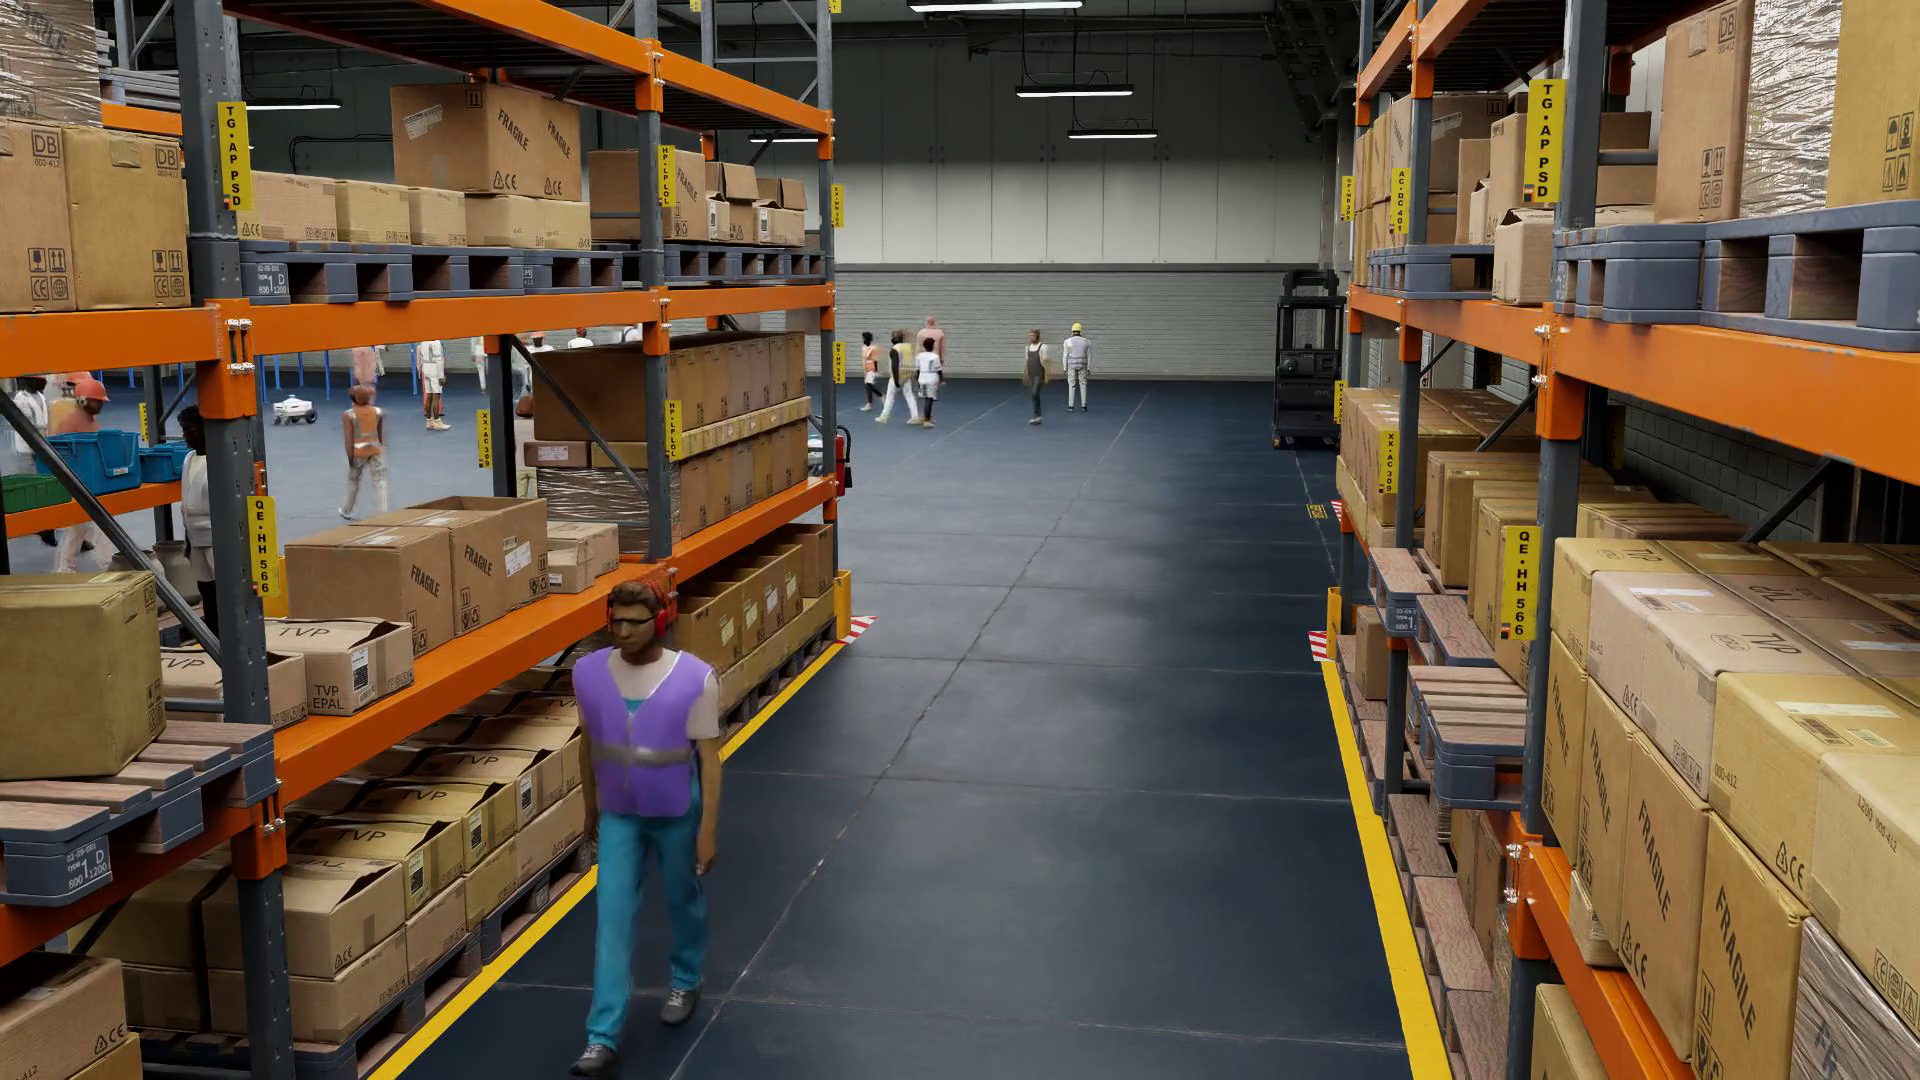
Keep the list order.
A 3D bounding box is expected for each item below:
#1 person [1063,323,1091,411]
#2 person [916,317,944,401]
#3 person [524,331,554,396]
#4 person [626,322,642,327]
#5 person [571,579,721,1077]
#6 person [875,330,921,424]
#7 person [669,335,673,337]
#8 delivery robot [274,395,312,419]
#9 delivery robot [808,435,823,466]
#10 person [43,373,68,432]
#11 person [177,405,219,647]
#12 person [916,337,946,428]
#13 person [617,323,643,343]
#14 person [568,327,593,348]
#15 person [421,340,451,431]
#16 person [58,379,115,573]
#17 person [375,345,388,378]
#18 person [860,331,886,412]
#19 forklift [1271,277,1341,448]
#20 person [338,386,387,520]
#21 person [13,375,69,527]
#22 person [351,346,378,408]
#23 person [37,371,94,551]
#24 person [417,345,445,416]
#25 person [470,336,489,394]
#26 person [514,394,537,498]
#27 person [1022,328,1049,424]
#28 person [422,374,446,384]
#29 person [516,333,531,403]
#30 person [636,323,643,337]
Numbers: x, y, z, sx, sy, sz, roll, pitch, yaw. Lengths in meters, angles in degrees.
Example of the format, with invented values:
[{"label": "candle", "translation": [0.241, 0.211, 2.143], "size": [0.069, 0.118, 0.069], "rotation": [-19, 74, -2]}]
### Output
[{"label": "person", "translation": [2.438, -3.610, 34.736], "size": [0.591, 1.829, 0.404], "rotation": [-1, 9, -4]}, {"label": "person", "translation": [-0.700, -4.102, 37.634], "size": [0.679, 1.864, 0.932], "rotation": [-2, 9, -12]}, {"label": "person", "translation": [-7.636, -2.926, 30.249], "size": [0.565, 1.918, 0.673], "rotation": [-3, 10, -18]}, {"label": "person", "translation": [-8.342, -5.011, 43.098], "size": [0.584, 1.918, 0.376], "rotation": [3, 10, 15]}, {"label": "person", "translation": [-1.172, 1.037, 6.162], "size": [0.591, 1.790, 0.955], "rotation": [1, 9, 9]}, {"label": "person", "translation": [-1.159, -3.110, 31.778], "size": [0.947, 1.797, 0.623], "rotation": [6, 11, 35]}, {"label": "person", "translation": [-4.621, -2.317, 26.525], "size": [0.647, 1.906, 0.405], "rotation": [-5, 11, -29]}, {"label": "delivery robot", "translation": [-12.776, -2.532, 31.849], "size": [0.477, 0.478, 0.707], "rotation": [4, 10, 23]}, {"label": "delivery robot", "translation": [-2.099, -1.283, 24.142], "size": [0.477, 0.478, 0.707], "rotation": [3, 10, 20]}, {"label": "person", "translation": [-12.996, -1.869, 23.855], "size": [0.513, 1.877, 0.328], "rotation": [6, 11, 32]}, {"label": "person", "translation": [-5.481, -0.014, 12.153], "size": [0.601, 1.959, 0.380], "rotation": [6, 11, 33]}, {"label": "person", "translation": [-0.503, -2.945, 31.112], "size": [0.545, 1.677, 0.670], "rotation": [8, 12, 40]}, {"label": "person", "translation": [-7.041, -3.934, 36.209], "size": [0.959, 2.000, 0.701], "rotation": [-8, 12, -40]}, {"label": "person", "translation": [-7.403, -3.301, 32.666], "size": [0.574, 1.883, 0.355], "rotation": [4, 10, 21]}, {"label": "person", "translation": [-9.669, -3.048, 30.608], "size": [0.392, 2.045, 0.608], "rotation": [-9, 13, -43]}, {"label": "person", "translation": [-7.779, -0.474, 15.025], "size": [0.978, 1.942, 0.629], "rotation": [-1, 9, -4]}, {"label": "person", "translation": [-15.952, -5.266, 45.633], "size": [0.524, 1.606, 0.829], "rotation": [-9, 13, -43]}, {"label": "person", "translation": [-1.802, -3.541, 34.794], "size": [0.634, 1.669, 0.547], "rotation": [-6, 11, -31]}, {"label": "forklift", "translation": [5.847, -3.016, 27.970], "size": [1.129, 2.768, 1.873], "rotation": [1, 9, 9]}, {"label": "person", "translation": [-6.933, -0.991, 19.314], "size": [0.873, 1.590, 0.528], "rotation": [9, 13, 44]}, {"label": "person", "translation": [-10.271, -1.035, 18.618], "size": [0.772, 1.909, 0.571], "rotation": [0, 9, 0]}, {"label": "person", "translation": [-11.213, -3.096, 31.380], "size": [0.470, 1.894, 0.642], "rotation": [-8, 12, -41]}, {"label": "person", "translation": [-9.237, -0.820, 17.292], "size": [0.594, 1.904, 0.576], "rotation": [5, 10, 27]}, {"label": "person", "translation": [-10.665, -3.385, 33.538], "size": [0.535, 1.767, 0.315], "rotation": [-1, 9, -7]}, {"label": "person", "translation": [-11.362, -4.455, 39.644], "size": [0.608, 1.933, 0.429], "rotation": [-6, 11, -33]}, {"label": "person", "translation": [-4.505, -0.709, 17.444], "size": [0.497, 1.633, 0.285], "rotation": [1, 9, 8]}, {"label": "person", "translation": [1.400, -3.107, 31.623], "size": [0.537, 1.824, 0.553], "rotation": [-9, 13, -44]}, {"label": "person", "translation": [-13.570, -4.828, 42.774], "size": [0.736, 1.666, 0.536], "rotation": [3, 10, 17]}, {"label": "person", "translation": [-9.095, -3.541, 34.920], "size": [0.336, 1.622, 0.521], "rotation": [-4, 10, -21]}, {"label": "person", "translation": [-8.179, -4.849, 42.248], "size": [0.515, 1.872, 0.333], "rotation": [1, 9, 9]}]
